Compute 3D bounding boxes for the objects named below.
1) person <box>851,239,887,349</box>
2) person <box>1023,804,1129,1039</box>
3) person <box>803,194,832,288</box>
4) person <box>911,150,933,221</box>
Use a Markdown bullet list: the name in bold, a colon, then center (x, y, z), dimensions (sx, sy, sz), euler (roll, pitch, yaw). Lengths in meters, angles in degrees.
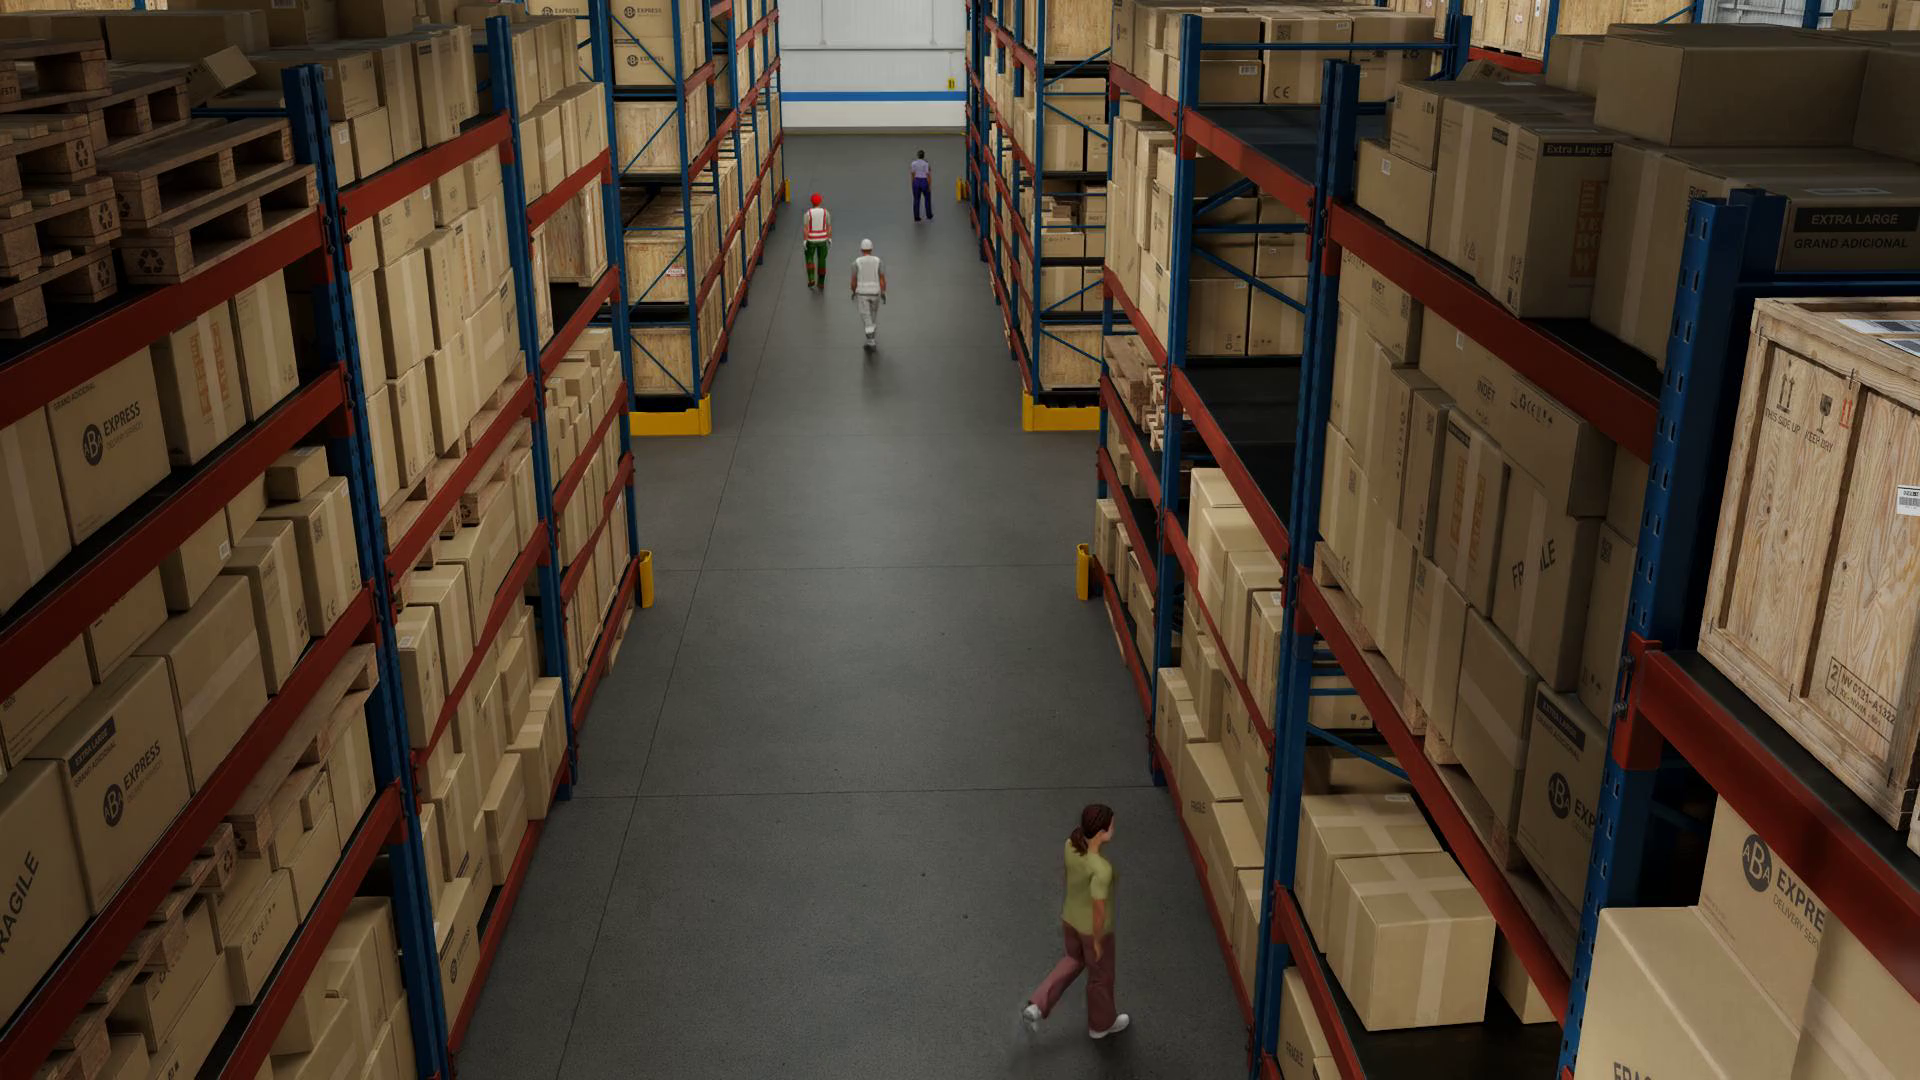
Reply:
- **person**: center (-1.544, -4.091, 27.398), dimensions (0.543, 1.754, 0.925), euler (-7, 22, -18)
- **person**: center (0.776, 2.378, 10.236), dimensions (0.671, 1.673, 0.474), euler (-14, 25, -33)
- **person**: center (-2.726, -5.722, 31.755), dimensions (0.558, 1.794, 0.439), euler (-4, 21, -11)
- **person**: center (-0.887, -8.336, 38.996), dimensions (0.488, 1.639, 0.731), euler (4, 21, 11)
